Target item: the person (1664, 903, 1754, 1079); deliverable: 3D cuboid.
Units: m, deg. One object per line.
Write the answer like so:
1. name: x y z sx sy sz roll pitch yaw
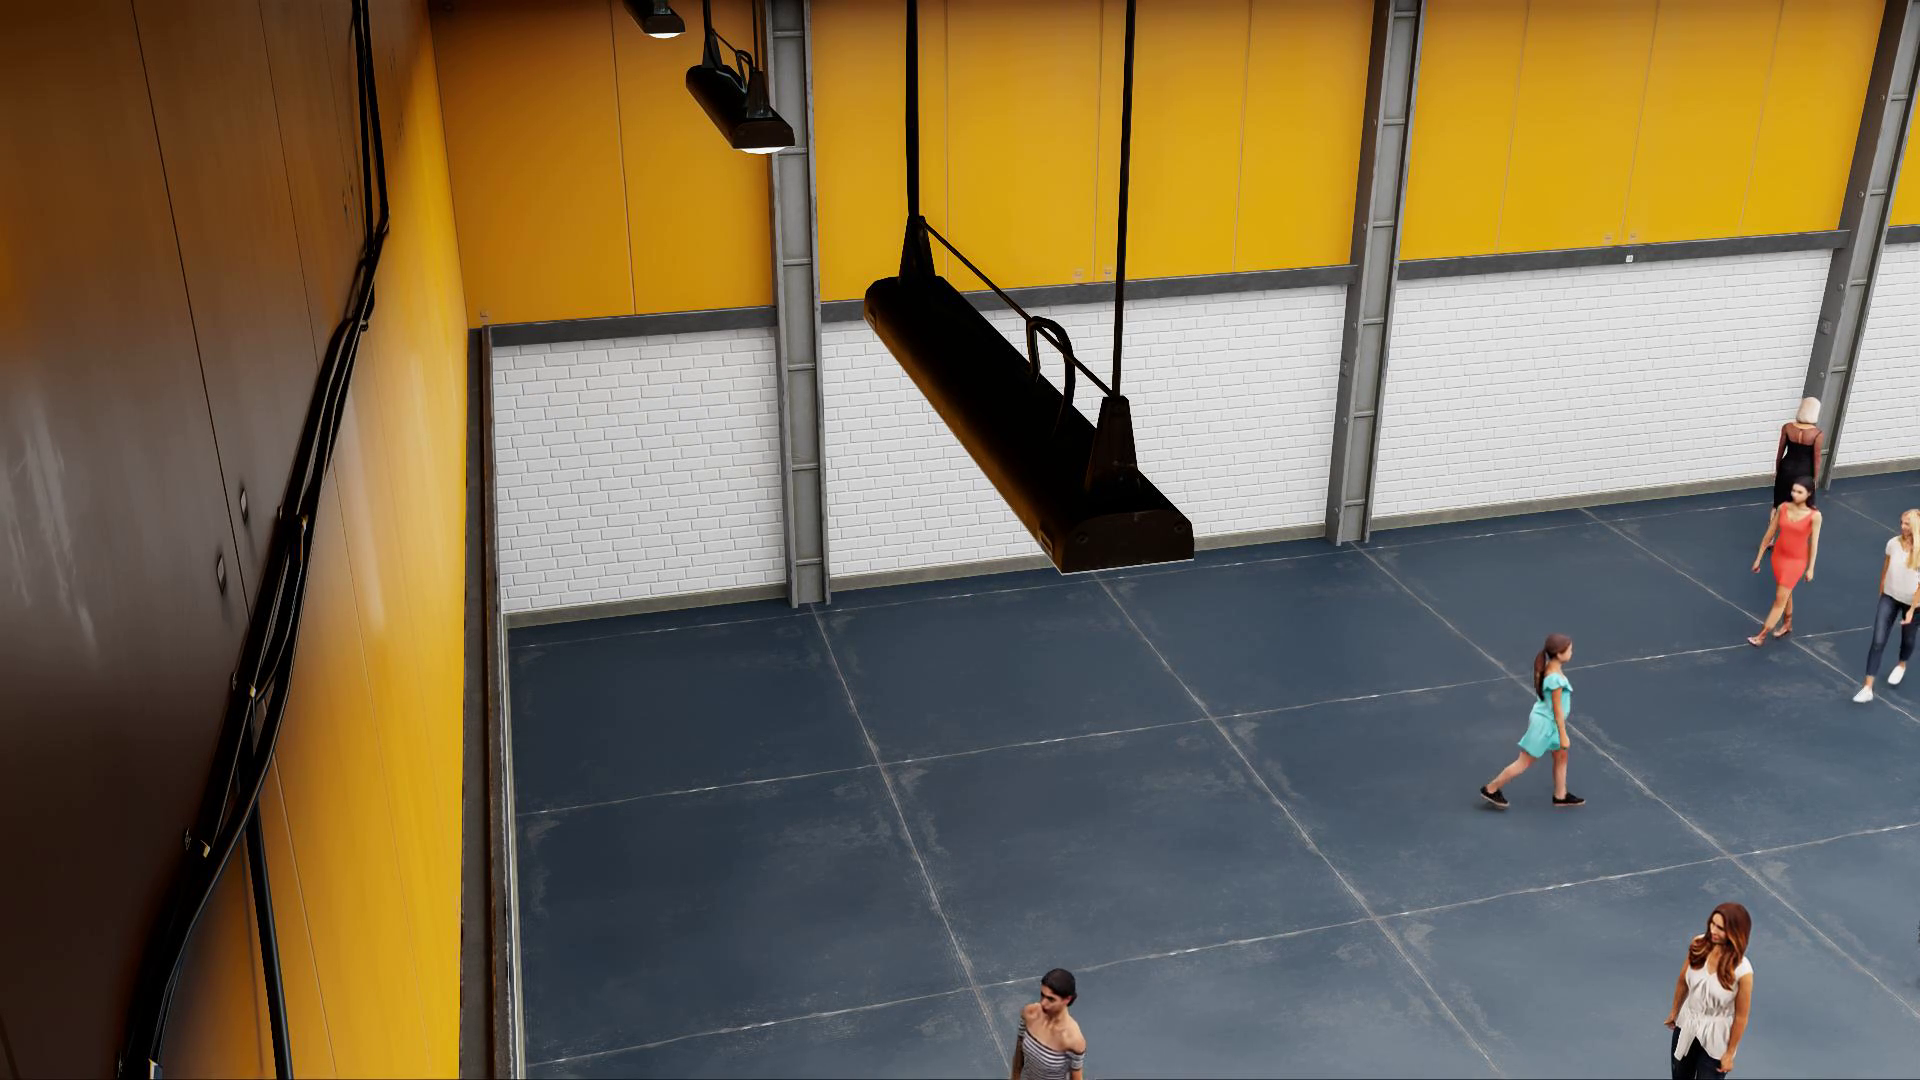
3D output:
1. person: 4.287 2.843 9.550 0.583 1.785 0.642 -11 26 -23

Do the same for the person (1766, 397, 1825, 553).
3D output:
1. person: 8.855 -0.674 17.647 0.674 1.743 0.673 -22 32 -40

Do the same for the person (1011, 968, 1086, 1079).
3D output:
1. person: 0.543 3.053 9.065 1.174 1.789 0.926 -19 30 -37

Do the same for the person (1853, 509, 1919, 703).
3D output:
1. person: 8.418 0.573 14.783 1.231 1.753 0.945 -19 30 -37

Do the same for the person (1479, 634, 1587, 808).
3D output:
1. person: 4.511 1.462 13.035 1.135 1.524 0.850 4 24 9

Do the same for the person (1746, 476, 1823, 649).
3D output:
1. person: 7.884 0.201 15.731 1.154 1.676 0.870 -16 28 -32
